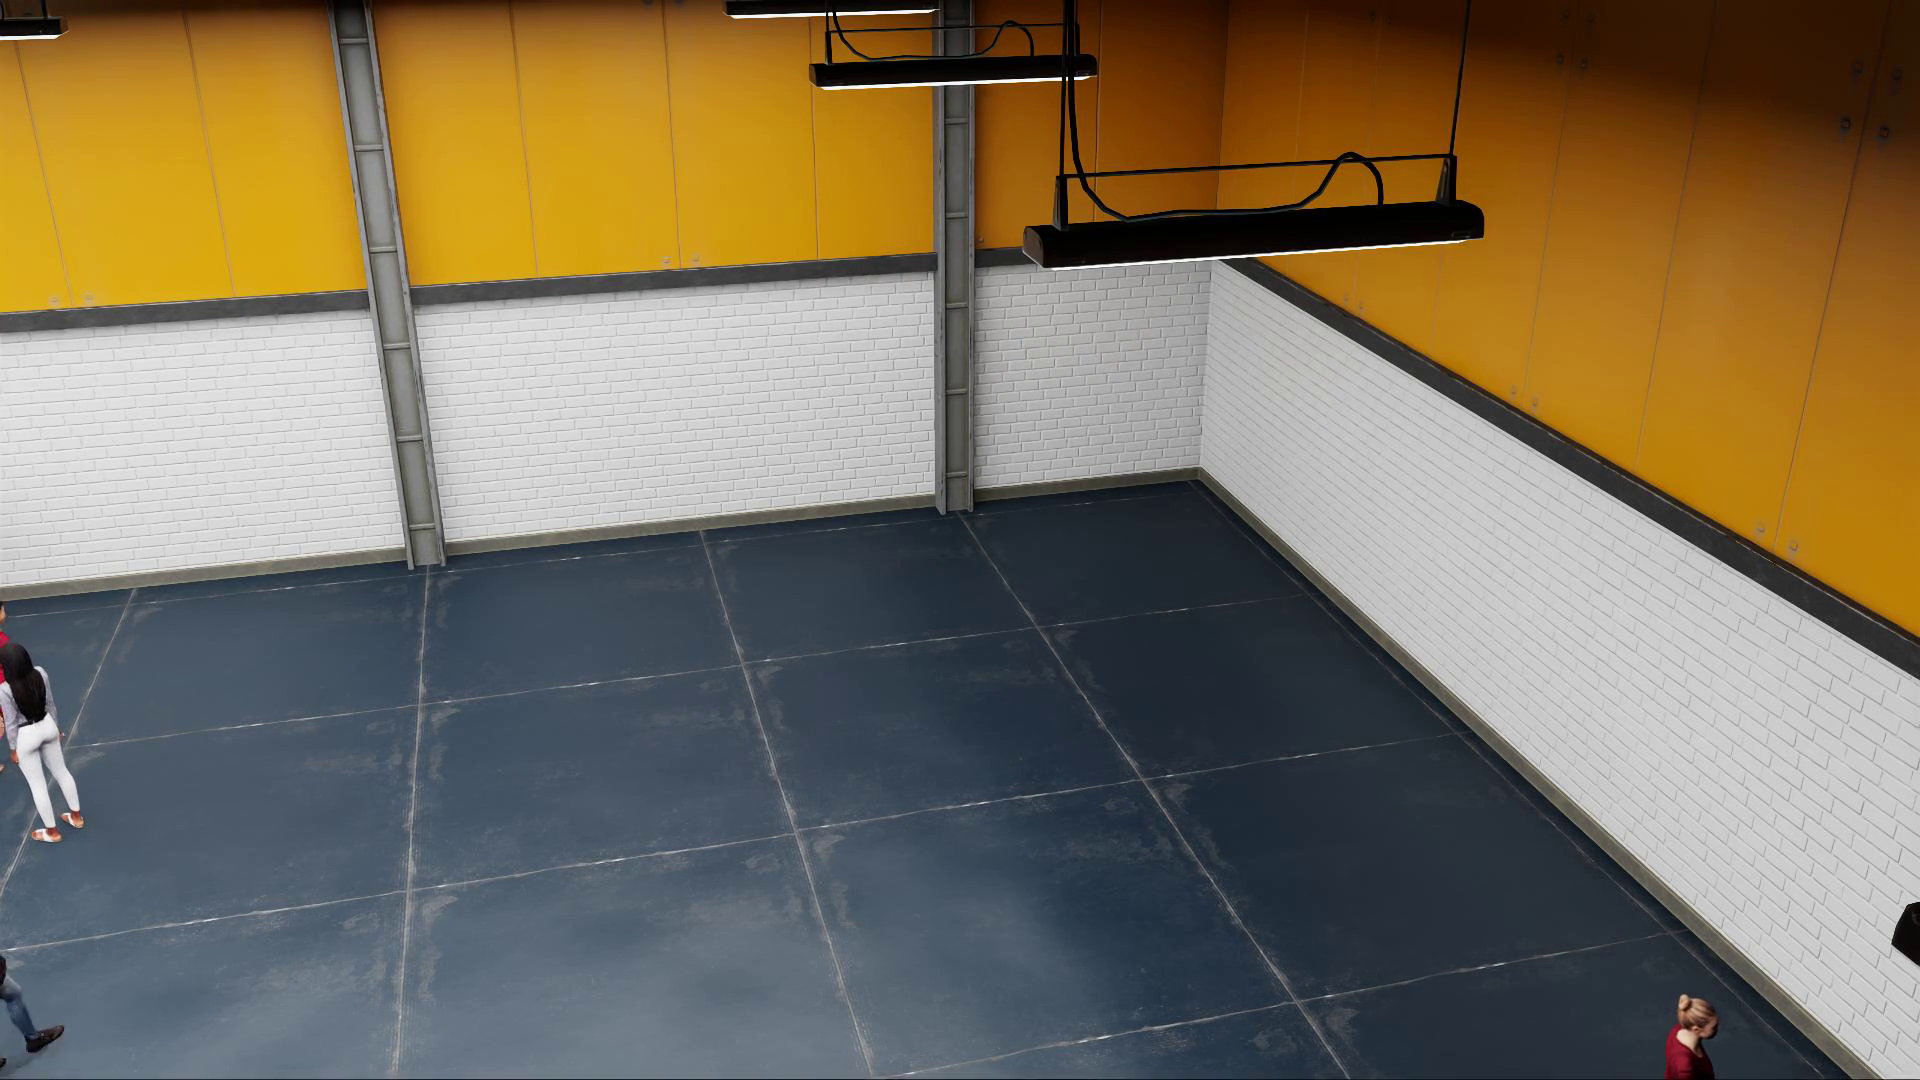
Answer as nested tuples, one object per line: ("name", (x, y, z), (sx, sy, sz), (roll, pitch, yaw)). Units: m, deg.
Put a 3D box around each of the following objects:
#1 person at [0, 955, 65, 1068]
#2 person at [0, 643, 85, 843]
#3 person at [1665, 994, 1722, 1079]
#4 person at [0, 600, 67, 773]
("person", (-6.327, 2.751, 10.556), (0.886, 1.614, 0.927), (10, 26, 22))
("person", (-7.283, 1.576, 13.108), (0.713, 1.724, 0.667), (11, 26, 23))
("person", (4.003, 3.254, 9.302), (0.674, 1.696, 0.683), (6, 24, 14))
("person", (-8.156, 1.261, 14.085), (0.944, 1.518, 1.070), (15, 28, 31))
